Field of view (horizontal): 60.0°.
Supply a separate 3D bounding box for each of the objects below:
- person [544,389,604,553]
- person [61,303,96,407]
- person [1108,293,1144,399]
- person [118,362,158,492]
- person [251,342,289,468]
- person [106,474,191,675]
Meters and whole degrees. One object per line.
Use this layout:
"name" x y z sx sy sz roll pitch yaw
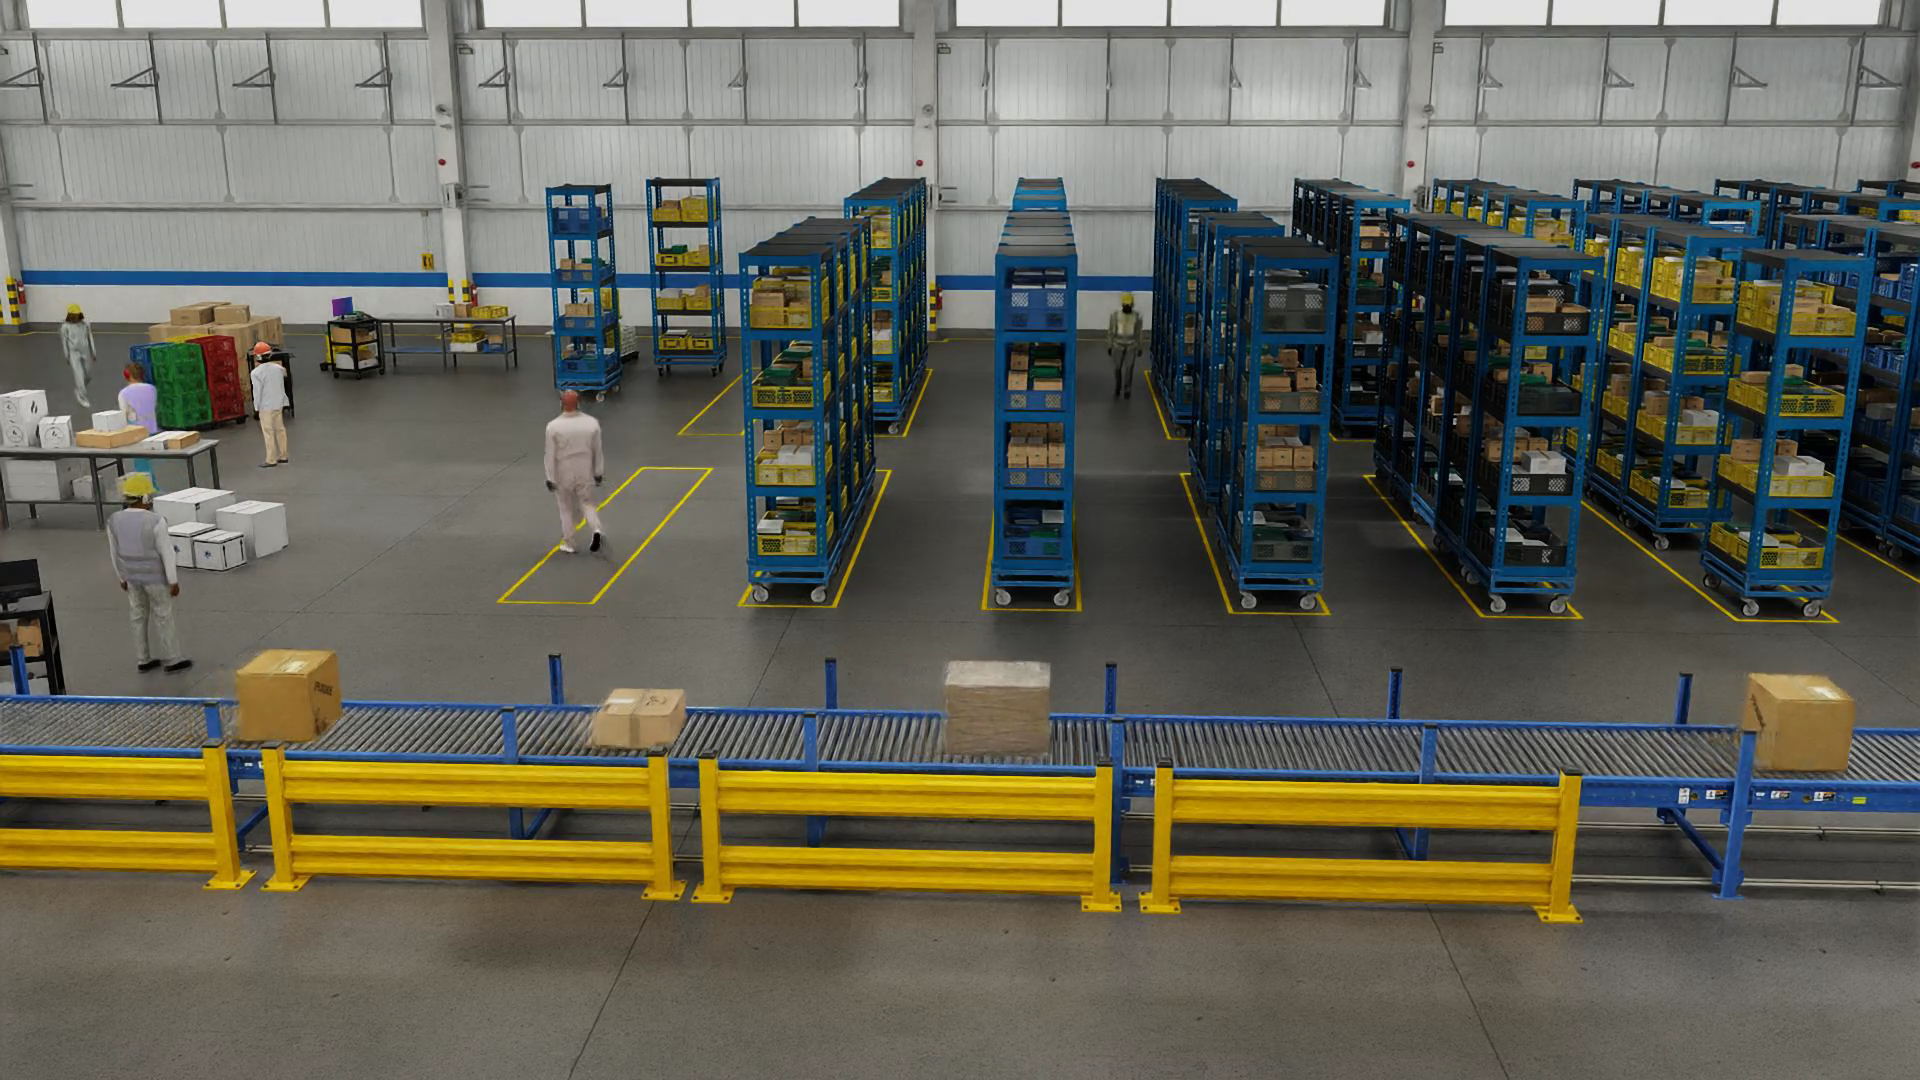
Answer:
"person" -4.330 -0.747 18.750 0.655 1.888 0.586 -10 18 -34
"person" -14.751 -3.107 27.819 0.592 1.734 0.489 11 19 35
"person" 2.829 -3.297 28.331 0.615 1.816 0.530 1 15 3
"person" -10.386 -1.332 21.042 0.432 1.851 0.606 4 16 14
"person" -9.655 -1.886 23.214 0.329 1.751 0.572 5 16 19
"person" -7.270 0.313 14.907 0.600 1.829 0.404 3 15 11
